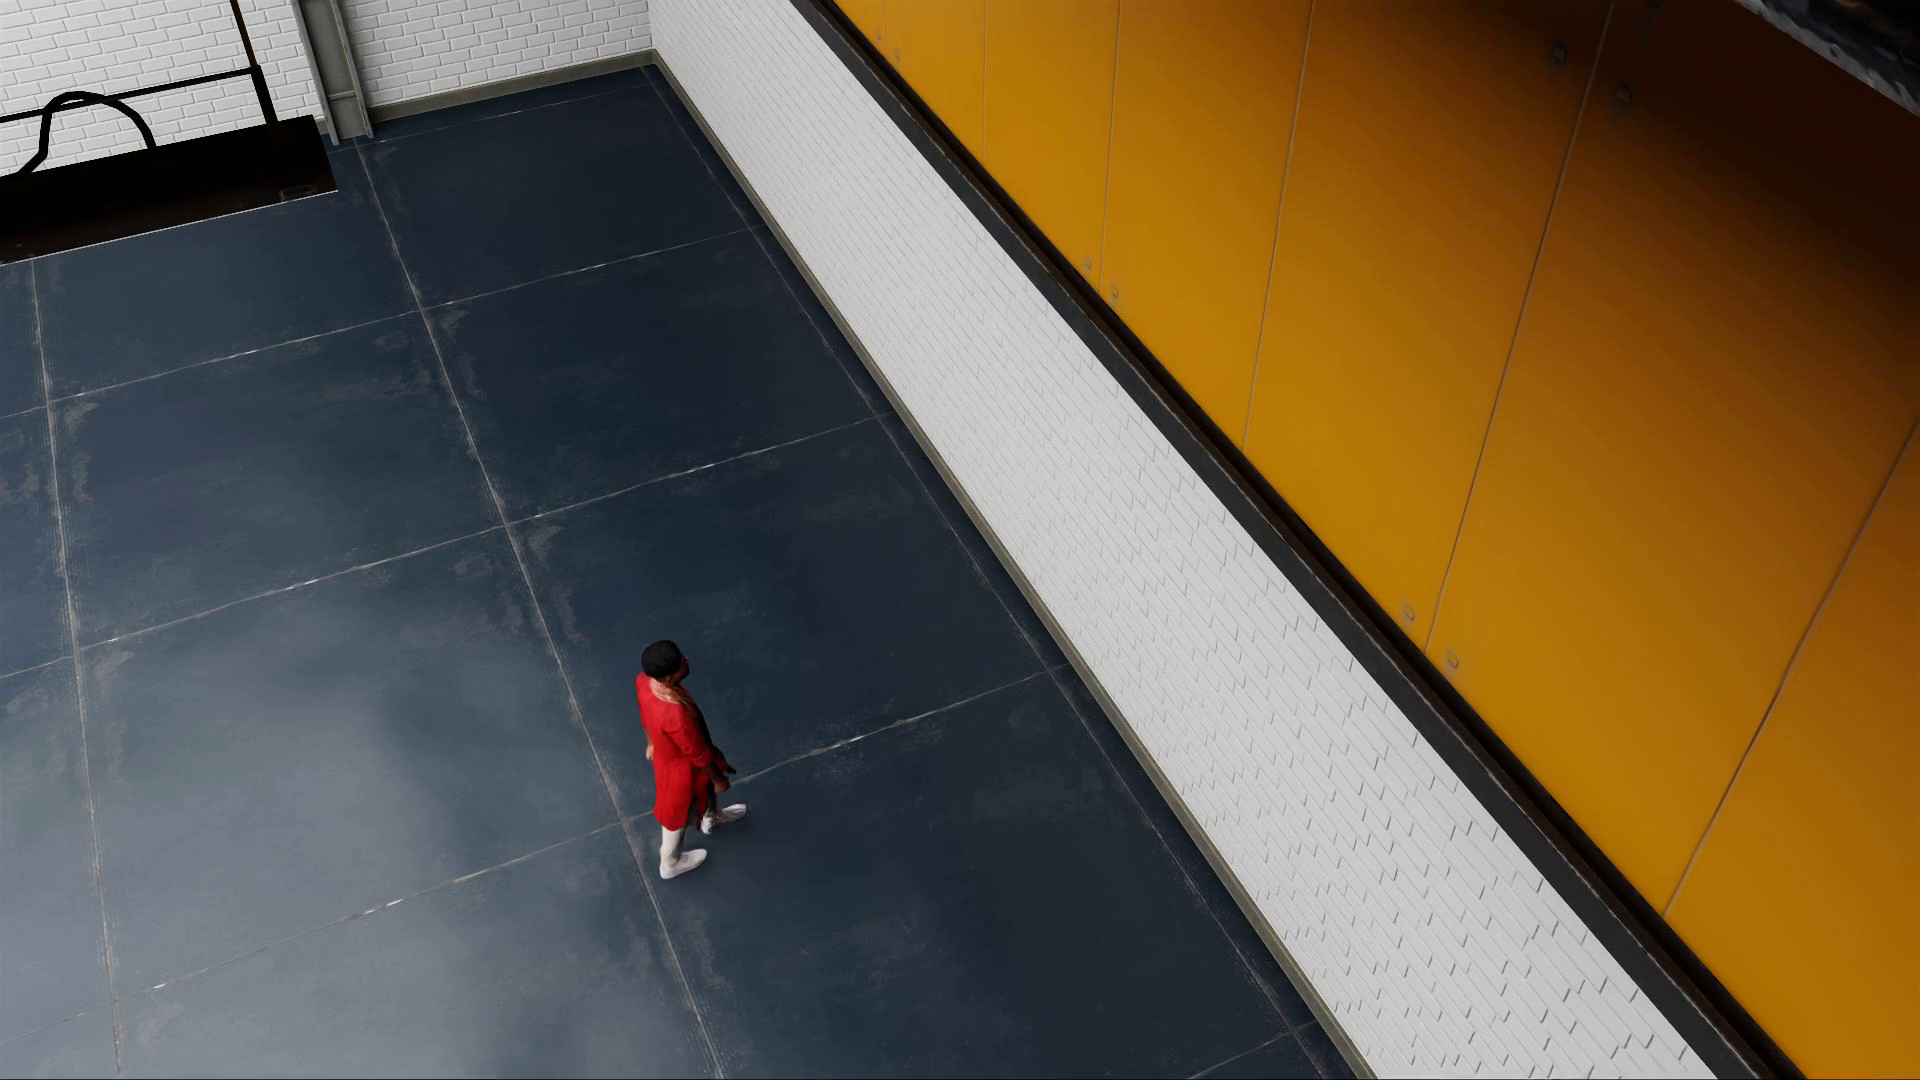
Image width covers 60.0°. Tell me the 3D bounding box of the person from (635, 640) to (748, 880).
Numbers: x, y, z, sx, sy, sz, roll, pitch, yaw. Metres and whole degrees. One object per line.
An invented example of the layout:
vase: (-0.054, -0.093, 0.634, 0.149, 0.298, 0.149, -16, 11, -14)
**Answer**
person: (-1.699, 1.312, 9.533, 0.869, 1.858, 0.689, -19, 47, -19)
